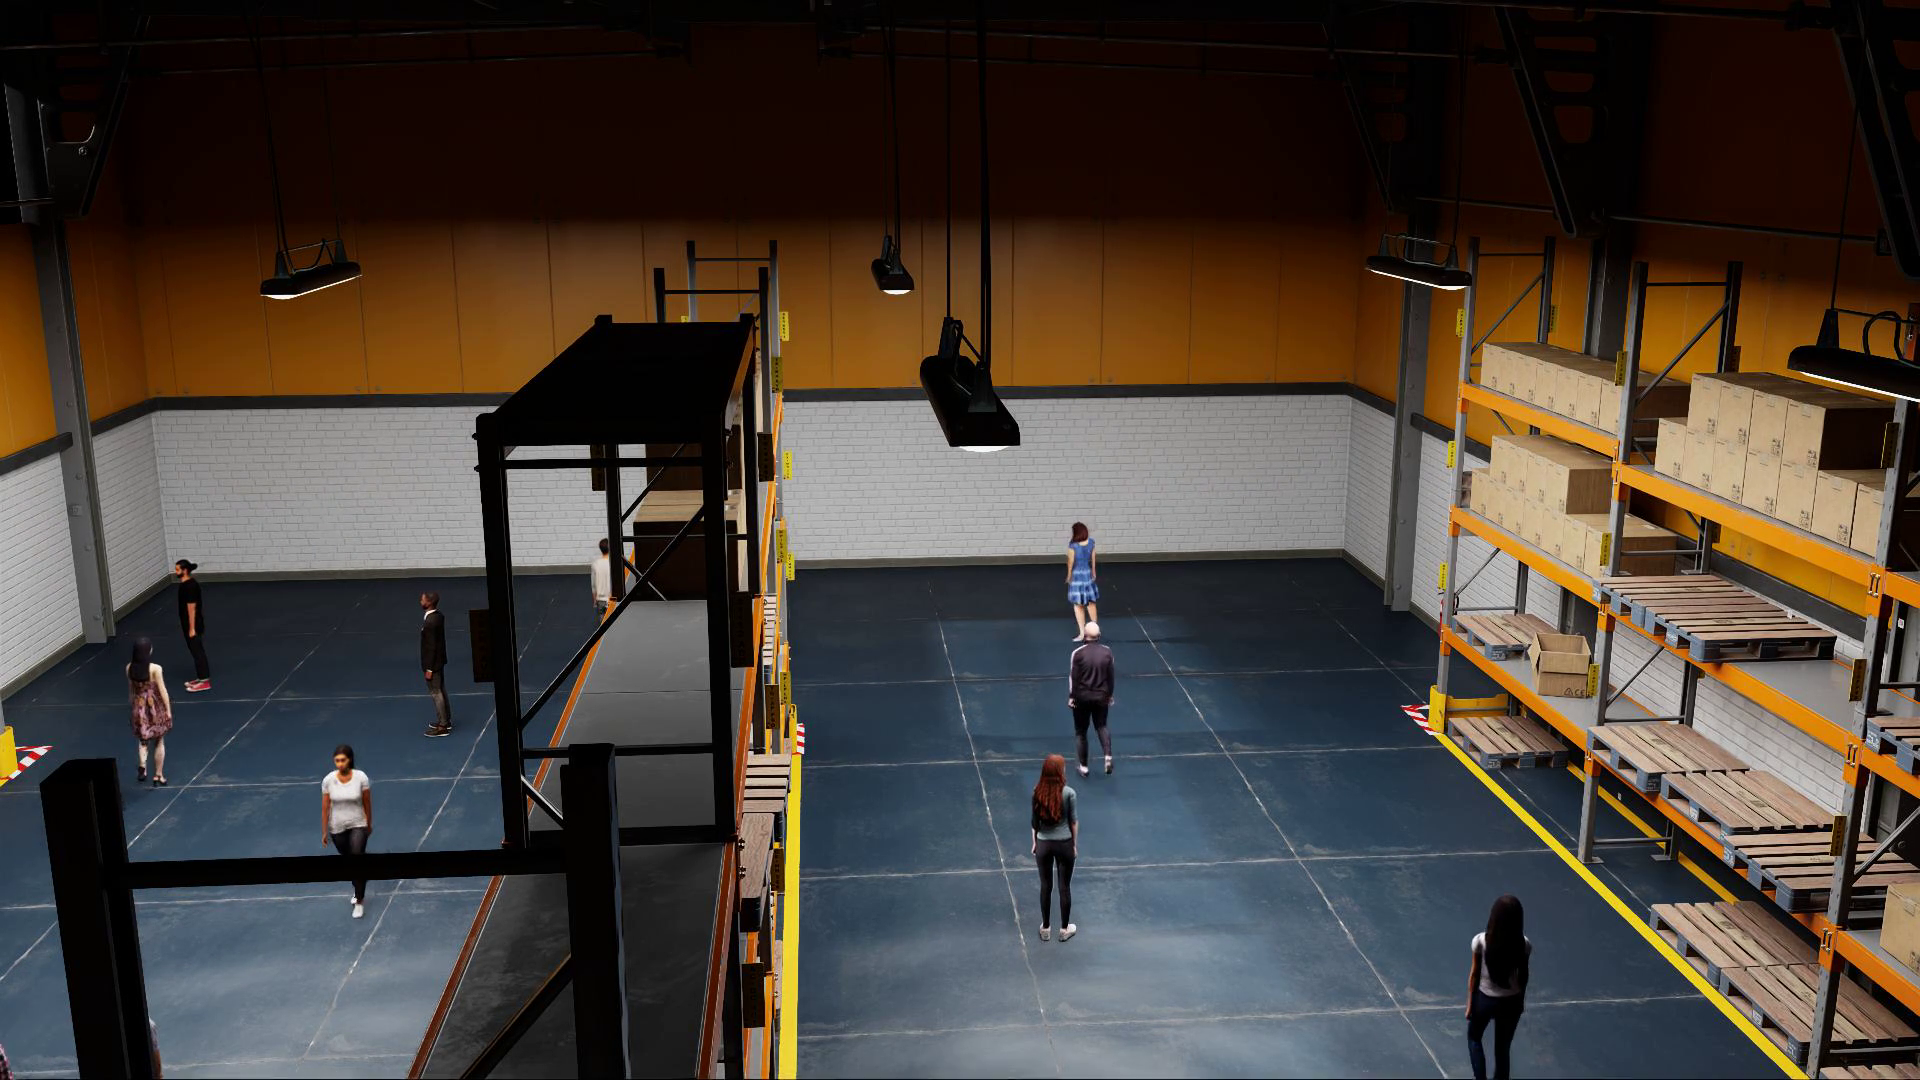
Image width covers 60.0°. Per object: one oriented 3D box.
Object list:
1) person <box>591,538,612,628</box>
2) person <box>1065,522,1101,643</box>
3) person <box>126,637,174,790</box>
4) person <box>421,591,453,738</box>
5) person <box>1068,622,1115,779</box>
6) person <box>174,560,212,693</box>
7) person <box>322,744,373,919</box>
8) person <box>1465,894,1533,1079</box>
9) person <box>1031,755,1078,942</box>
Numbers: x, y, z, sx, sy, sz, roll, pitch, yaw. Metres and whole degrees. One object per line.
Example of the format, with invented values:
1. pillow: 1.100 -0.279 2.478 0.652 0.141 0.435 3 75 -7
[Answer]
1. person: -4.822 0.856 22.850 0.715 1.811 0.665 3 14 13
2. person: 1.777 0.613 23.904 0.852 1.786 0.826 -7 15 -27
3. person: -9.021 1.953 18.418 0.700 1.764 0.817 1 14 2
4. person: -6.393 1.493 20.243 0.712 1.800 0.461 -1 14 -5
5. person: 1.507 1.844 18.745 0.757 1.822 0.882 -4 14 -16
6. person: -10.109 1.108 21.925 0.758 1.757 0.633 -8 16 -31
7. person: -5.757 2.686 15.697 0.566 1.620 0.848 -1 14 -6
8. person: 3.954 3.464 12.177 0.636 1.764 0.609 1 14 3
9. person: 0.854 2.782 15.040 0.636 1.743 0.635 3 14 14
